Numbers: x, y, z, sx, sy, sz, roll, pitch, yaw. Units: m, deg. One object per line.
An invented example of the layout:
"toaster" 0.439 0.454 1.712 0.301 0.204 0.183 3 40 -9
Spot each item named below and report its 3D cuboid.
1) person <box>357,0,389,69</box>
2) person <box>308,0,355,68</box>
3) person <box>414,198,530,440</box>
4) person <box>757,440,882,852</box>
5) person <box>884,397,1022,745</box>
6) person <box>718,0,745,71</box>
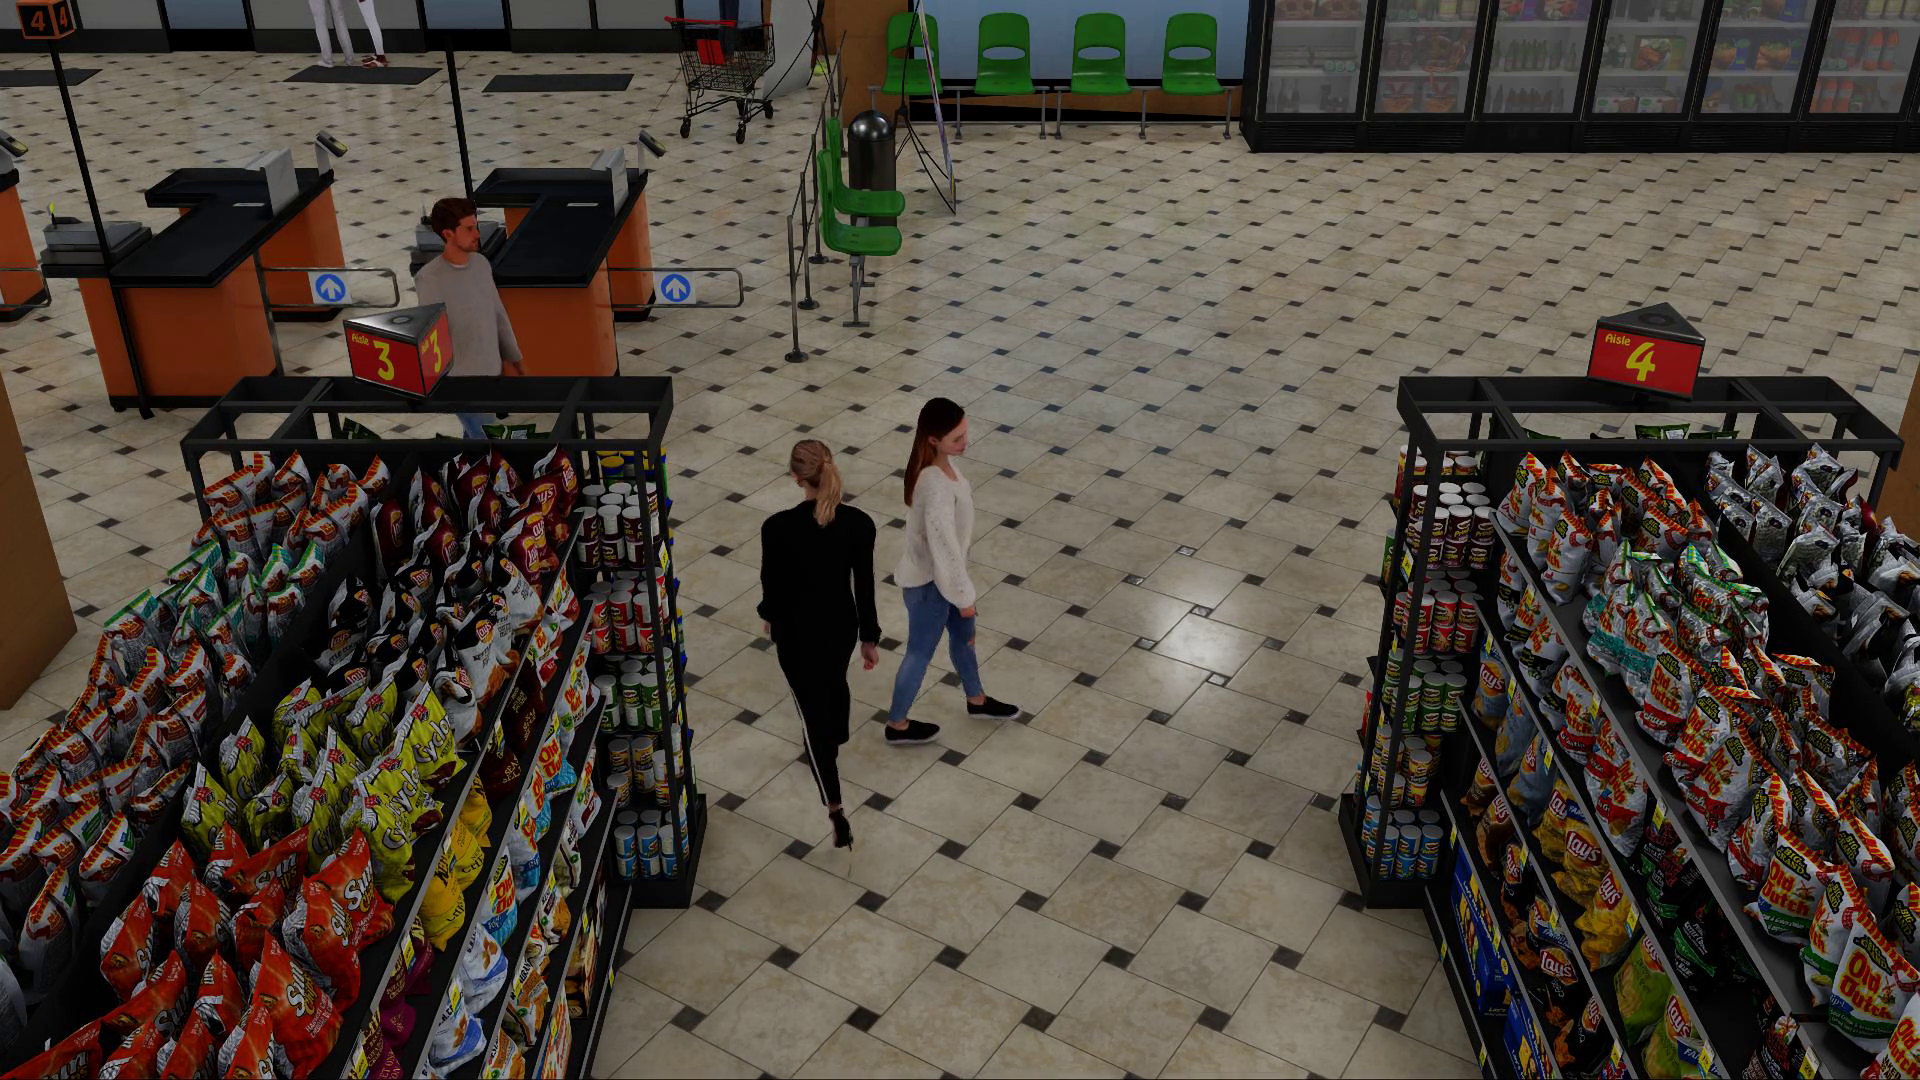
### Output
"person" -6.657 -6.174 18.557 0.721 1.724 0.557 -9 30 -16
"person" -7.104 -6.230 18.490 0.736 1.887 0.766 -21 35 -33
"person" -2.614 -0.862 8.669 0.980 1.876 1.035 12 31 20
"person" -0.548 0.456 6.489 0.846 1.651 1.172 -9 30 -16
"person" -0.192 0.173 6.995 0.739 1.664 0.757 -2 29 -4
"person" -2.591 -6.152 18.450 0.729 1.788 0.611 -14 32 -24
